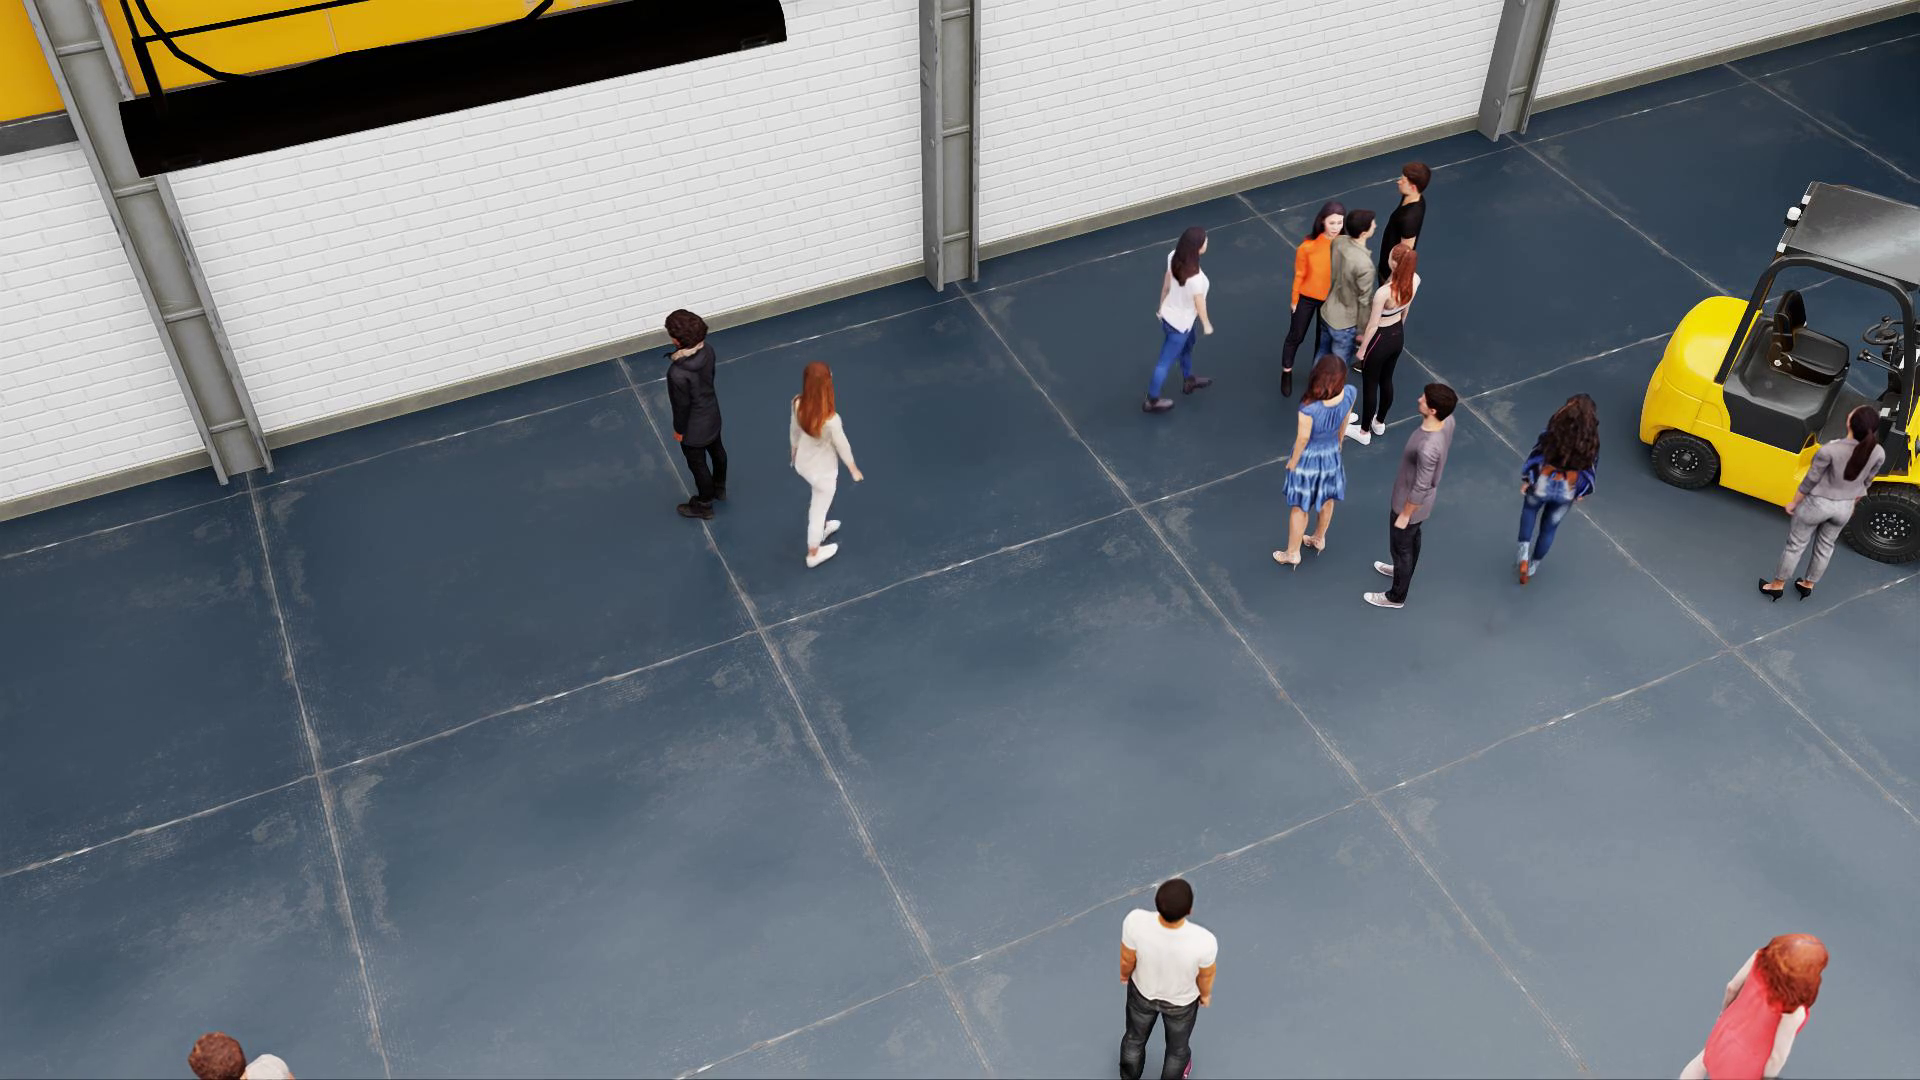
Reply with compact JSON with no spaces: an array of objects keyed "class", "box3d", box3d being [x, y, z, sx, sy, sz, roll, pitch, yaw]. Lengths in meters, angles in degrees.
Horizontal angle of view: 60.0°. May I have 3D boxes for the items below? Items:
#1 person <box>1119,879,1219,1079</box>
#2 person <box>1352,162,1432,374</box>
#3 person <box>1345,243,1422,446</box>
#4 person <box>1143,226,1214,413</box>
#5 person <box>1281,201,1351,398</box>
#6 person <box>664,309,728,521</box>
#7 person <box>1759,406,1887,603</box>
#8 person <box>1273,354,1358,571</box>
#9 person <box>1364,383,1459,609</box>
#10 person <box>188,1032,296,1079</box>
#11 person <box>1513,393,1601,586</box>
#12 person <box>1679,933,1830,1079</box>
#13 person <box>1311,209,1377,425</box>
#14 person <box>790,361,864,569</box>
[{"class":"person","box3d":[1.040,2.293,8.512,0.695,1.804,0.769,12,45,12]},{"class":"person","box3d":[3.456,-2.158,13.143,0.790,1.862,0.767,8,44,8]},{"class":"person","box3d":[3.198,-1.478,12.516,0.513,1.742,0.681,-26,49,-24]},{"class":"person","box3d":[1.591,-1.635,12.740,0.905,1.660,0.680,-11,45,-11]},{"class":"person","box3d":[2.778,-1.881,12.934,0.613,1.748,0.750,-3,44,-3]},{"class":"person","box3d":[-1.873,-0.899,11.879,0.796,1.781,0.727,17,46,17]},{"class":"person","box3d":[5.846,-0.221,11.243,0.673,1.678,0.775,2,44,2]},{"class":"person","box3d":[2.449,-0.534,11.480,0.548,1.805,0.751,-23,48,-22]},{"class":"person","box3d":[3.072,-0.307,11.205,0.802,1.854,0.713,18,47,18]},{"class":"person","box3d":[-3.240,2.875,7.833,0.807,1.899,0.705,21,48,21]},{"class":"person","box3d":[4.041,-0.303,11.376,0.757,1.613,0.808,16,46,16]},{"class":"person","box3d":[3.890,2.513,8.265,0.612,1.826,0.646,-5,44,-5]},{"class":"person","box3d":[2.899,-1.701,12.662,0.619,1.864,0.720,-14,45,-14]},{"class":"person","box3d":[-1.045,-0.464,11.485,0.777,1.696,0.714,-33,52,-30]}]
